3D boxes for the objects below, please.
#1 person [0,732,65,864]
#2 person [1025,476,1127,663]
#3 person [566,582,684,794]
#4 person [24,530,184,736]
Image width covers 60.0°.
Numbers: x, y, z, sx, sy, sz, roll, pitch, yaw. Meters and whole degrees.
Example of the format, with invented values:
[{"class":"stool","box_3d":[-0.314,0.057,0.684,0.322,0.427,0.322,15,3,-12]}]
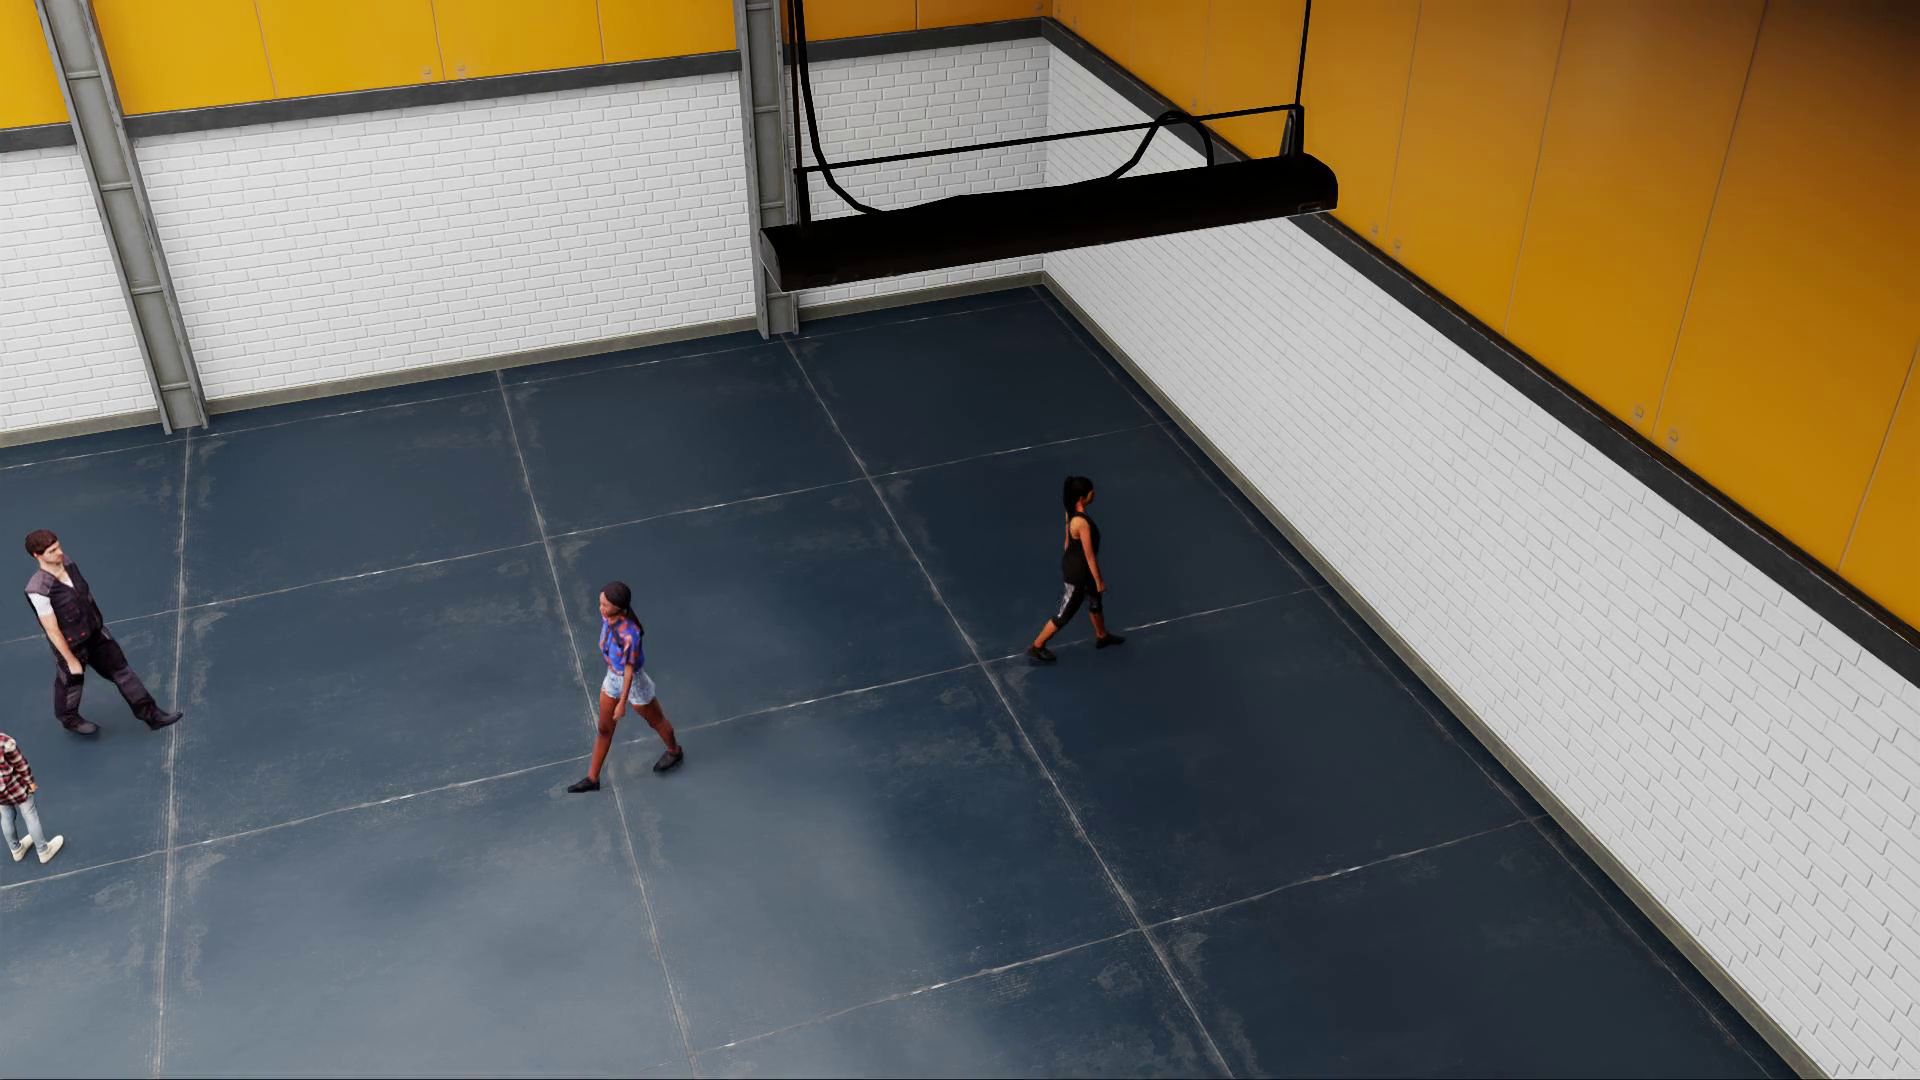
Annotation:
[{"class":"person","box_3d":[-6.353,1.610,11.073,0.558,1.304,0.657,4,34,6]},{"class":"person","box_3d":[0.854,0.263,12.805,1.114,1.630,0.767,-3,34,-5]},{"class":"person","box_3d":[-2.223,1.011,11.627,1.209,1.689,0.905,-27,42,-35]},{"class":"person","box_3d":[-6.450,0.719,11.965,1.270,1.800,1.033,4,34,6]}]
